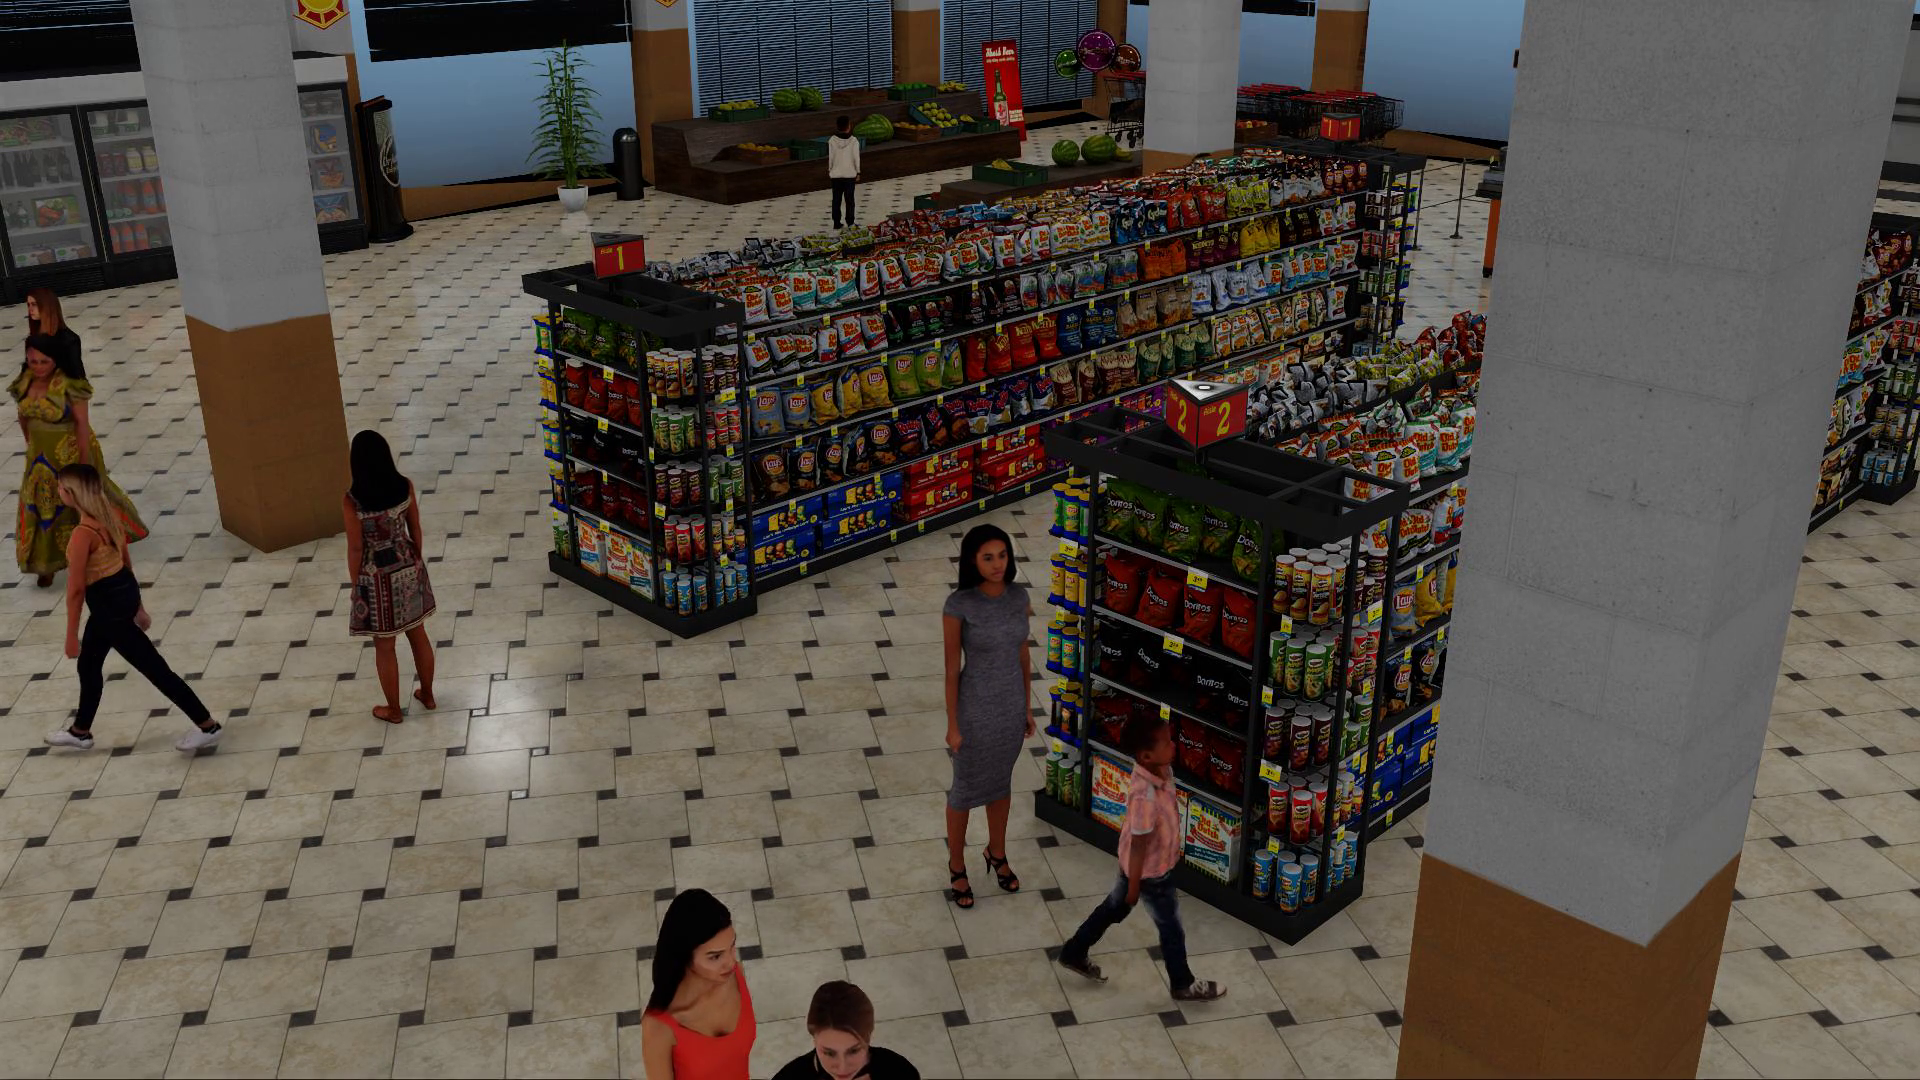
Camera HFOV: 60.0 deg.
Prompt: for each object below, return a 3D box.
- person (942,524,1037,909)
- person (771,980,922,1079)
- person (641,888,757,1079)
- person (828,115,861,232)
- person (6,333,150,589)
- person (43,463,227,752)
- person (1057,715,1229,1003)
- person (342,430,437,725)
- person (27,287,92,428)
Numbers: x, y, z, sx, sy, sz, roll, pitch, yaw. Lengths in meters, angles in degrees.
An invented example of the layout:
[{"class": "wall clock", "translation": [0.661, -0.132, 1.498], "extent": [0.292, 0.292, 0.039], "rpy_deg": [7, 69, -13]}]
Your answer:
[{"class": "person", "translation": [0.112, 0.770, 7.295], "extent": [0.546, 1.781, 0.698], "rpy_deg": [-11, 25, -26]}, {"class": "person", "translation": [-0.302, 1.891, 4.608], "extent": [1.167, 1.704, 1.085], "rpy_deg": [-5, 22, -12]}, {"class": "person", "translation": [-0.780, 1.770, 4.896], "extent": [0.750, 1.714, 0.608], "rpy_deg": [13, 26, 30]}, {"class": "person", "translation": [-1.504, -4.713, 21.382], "extent": [0.650, 1.452, 0.671], "rpy_deg": [5, 22, 11]}, {"class": "person", "translation": [-5.783, -0.562, 10.832], "extent": [1.307, 1.616, 1.368], "rpy_deg": [1, 22, 3]}, {"class": "person", "translation": [-4.217, 0.408, 8.477], "extent": [1.195, 1.572, 1.105], "rpy_deg": [-2, 22, -4]}, {"class": "person", "translation": [0.679, 1.277, 6.692], "extent": [0.910, 1.290, 0.902], "rpy_deg": [2, 22, 5]}, {"class": "person", "translation": [-3.064, 0.190, 8.920], "extent": [0.719, 1.645, 0.477], "rpy_deg": [18, 28, 38]}, {"class": "person", "translation": [-6.254, -0.935, 11.641], "extent": [0.652, 1.704, 0.624], "rpy_deg": [10, 24, 24]}]
